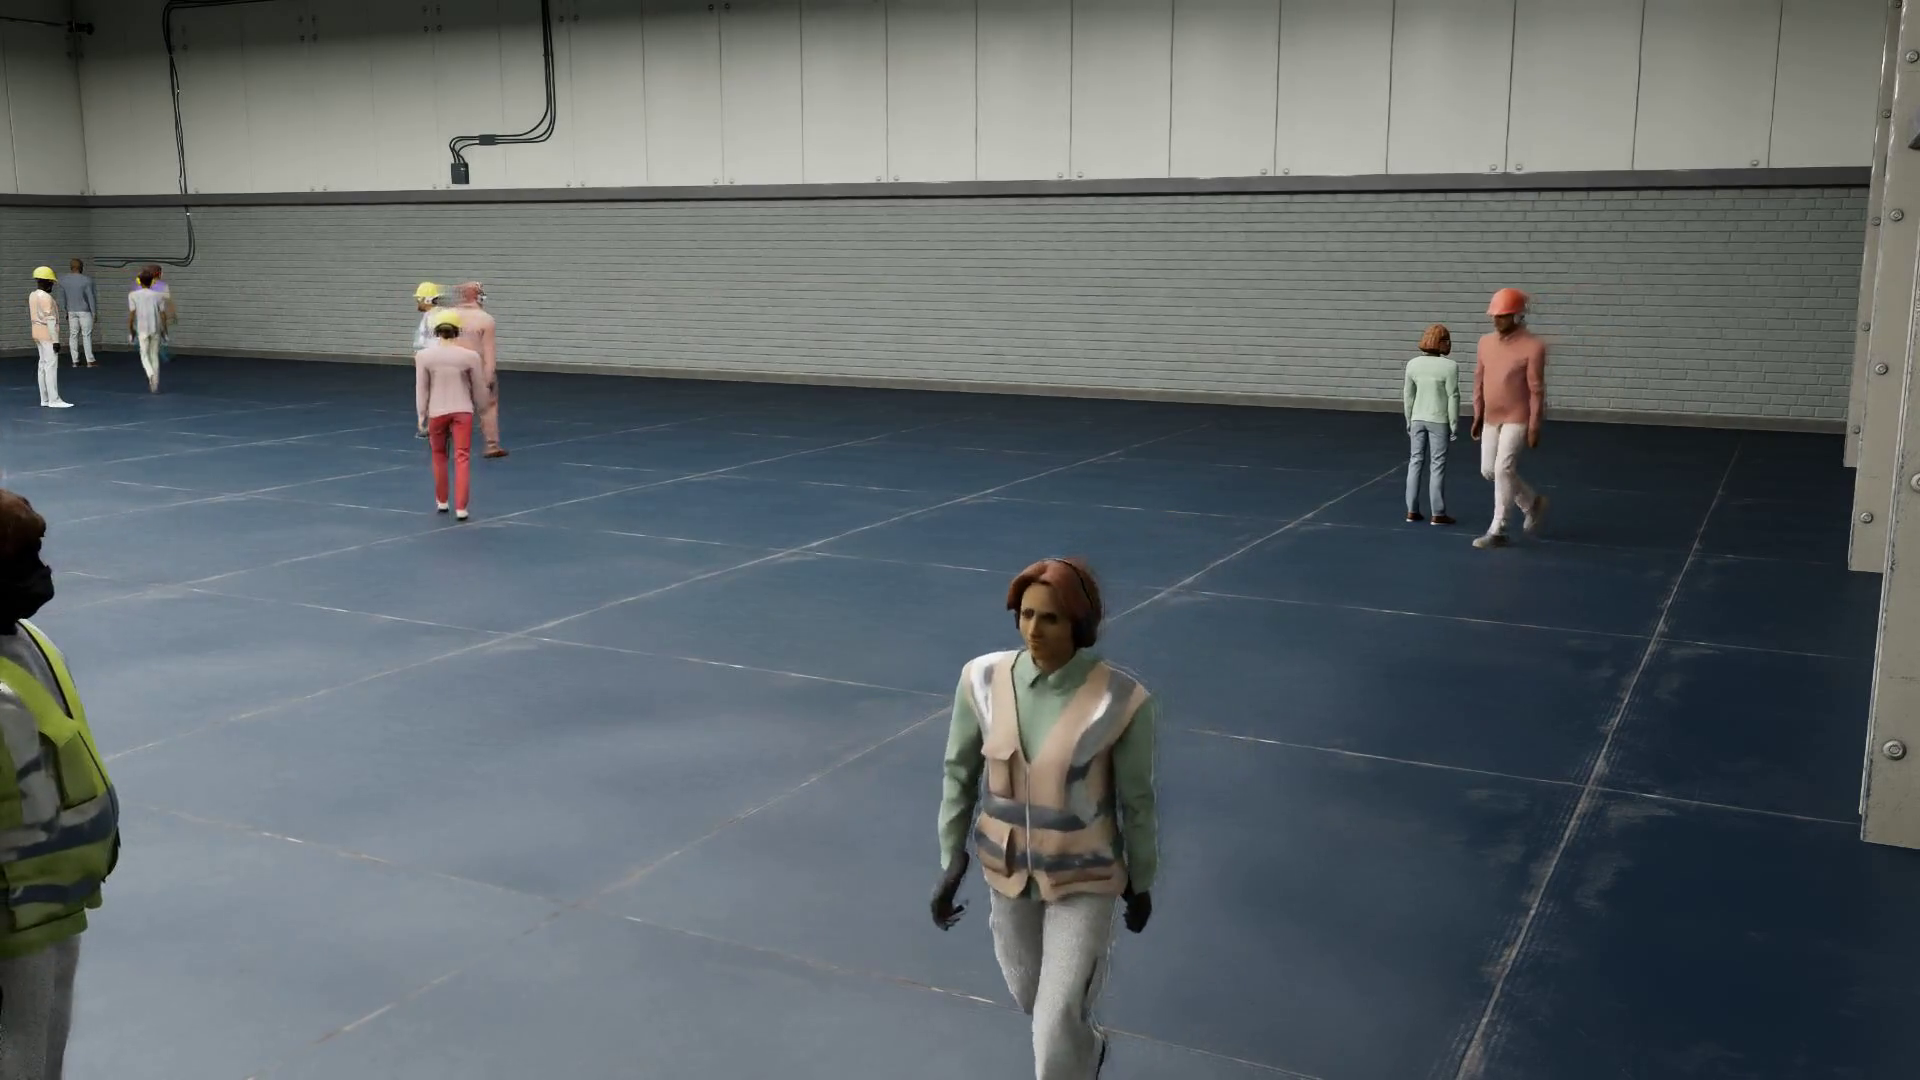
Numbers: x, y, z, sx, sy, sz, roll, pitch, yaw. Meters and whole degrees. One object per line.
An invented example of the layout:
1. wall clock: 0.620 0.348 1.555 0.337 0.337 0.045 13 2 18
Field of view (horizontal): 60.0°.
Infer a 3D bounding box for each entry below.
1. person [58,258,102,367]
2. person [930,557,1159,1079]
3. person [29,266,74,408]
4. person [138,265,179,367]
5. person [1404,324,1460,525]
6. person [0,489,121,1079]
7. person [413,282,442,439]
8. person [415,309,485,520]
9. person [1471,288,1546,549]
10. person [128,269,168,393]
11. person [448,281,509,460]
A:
1. person: -15.731 -4.052 29.719 0.635 1.937 0.353 1 10 4
2. person: 0.246 0.812 4.105 0.509 1.606 0.778 6 12 29
3. person: -12.462 -2.765 22.730 0.587 1.928 0.364 9 14 41
4. person: -14.324 -4.009 29.839 0.600 1.801 0.911 2 11 13
5. person: 3.855 -0.942 13.590 0.279 1.634 0.497 -9 14 -40
6. person: -2.010 0.799 3.532 0.429 1.841 0.633 -3 11 -15
7. person: -6.007 -2.065 19.195 0.569 1.822 0.596 -3 11 -18
8. person: -4.266 -1.057 13.956 0.550 1.726 0.848 -3 11 -16
9. person: 4.219 -0.929 12.609 0.736 1.967 0.621 -5 12 -27
10. person: -12.096 -3.103 24.800 0.530 1.848 0.721 -7 13 -35
11. person: -5.125 -1.759 17.386 0.650 1.878 0.811 4 11 19
